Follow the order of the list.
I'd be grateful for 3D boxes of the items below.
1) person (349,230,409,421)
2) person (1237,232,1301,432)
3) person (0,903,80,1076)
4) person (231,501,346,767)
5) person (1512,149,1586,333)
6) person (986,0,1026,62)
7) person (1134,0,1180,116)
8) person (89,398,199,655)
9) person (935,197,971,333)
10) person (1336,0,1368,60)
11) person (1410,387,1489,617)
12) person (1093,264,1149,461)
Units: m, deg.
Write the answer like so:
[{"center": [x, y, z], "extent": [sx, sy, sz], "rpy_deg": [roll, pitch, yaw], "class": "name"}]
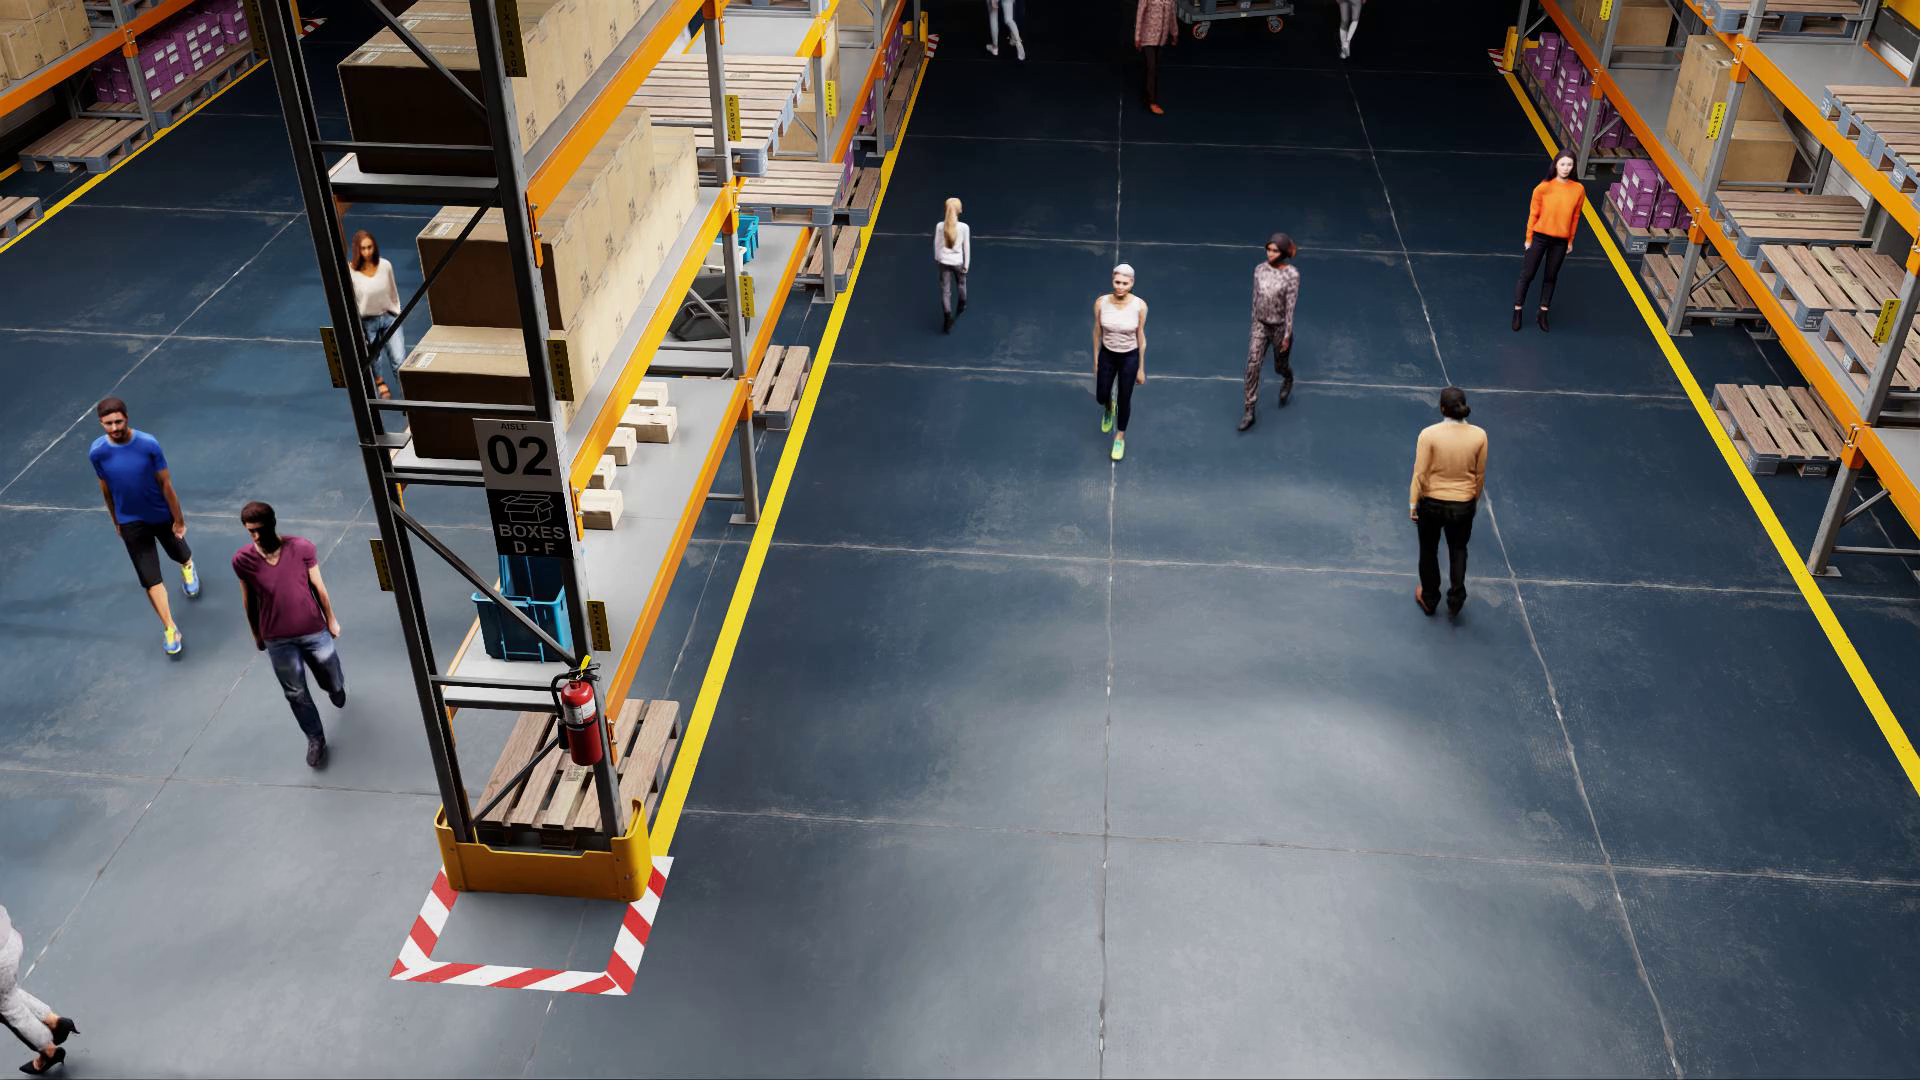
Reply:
[{"center": [-4.996, -1.871, 14.191], "extent": [0.986, 1.641, 1.142], "rpy_deg": [-17, 37, -24], "class": "person"}, {"center": [2.683, -1.786, 14.022], "extent": [0.932, 1.686, 1.169], "rpy_deg": [20, 39, 27], "class": "person"}, {"center": [-4.688, 2.089, 8.217], "extent": [0.779, 1.658, 0.670], "rpy_deg": [-6, 34, -8], "class": "person"}, {"center": [-4.166, 0.510, 10.432], "extent": [0.874, 1.835, 1.037], "rpy_deg": [-9, 35, -13], "class": "person"}, {"center": [5.476, -2.794, 15.482], "extent": [0.609, 1.749, 0.538], "rpy_deg": [3, 34, 5], "class": "person"}, {"center": [0.583, -7.234, 22.193], "extent": [0.975, 1.714, 1.227], "rpy_deg": [-14, 36, -20], "class": "person"}, {"center": [2.359, -6.268, 20.672], "extent": [0.979, 1.788, 1.051], "rpy_deg": [-20, 39, -28], "class": "person"}, {"center": [-5.602, -0.202, 11.501], "extent": [0.950, 1.839, 1.292], "rpy_deg": [-11, 35, -16], "class": "person"}, {"center": [-0.086, -2.559, 15.577], "extent": [0.493, 1.252, 0.819], "rpy_deg": [3, 34, 4], "class": "person"}, {"center": [5.227, -7.284, 22.282], "extent": [0.672, 1.698, 0.781], "rpy_deg": [11, 35, 16], "class": "person"}, {"center": [3.402, -0.212, 11.623], "extent": [0.640, 1.720, 0.675], "rpy_deg": [7, 34, 10], "class": "person"}, {"center": [1.317, -1.504, 13.595], "extent": [0.663, 1.688, 0.792], "rpy_deg": [7, 34, 10], "class": "person"}]
